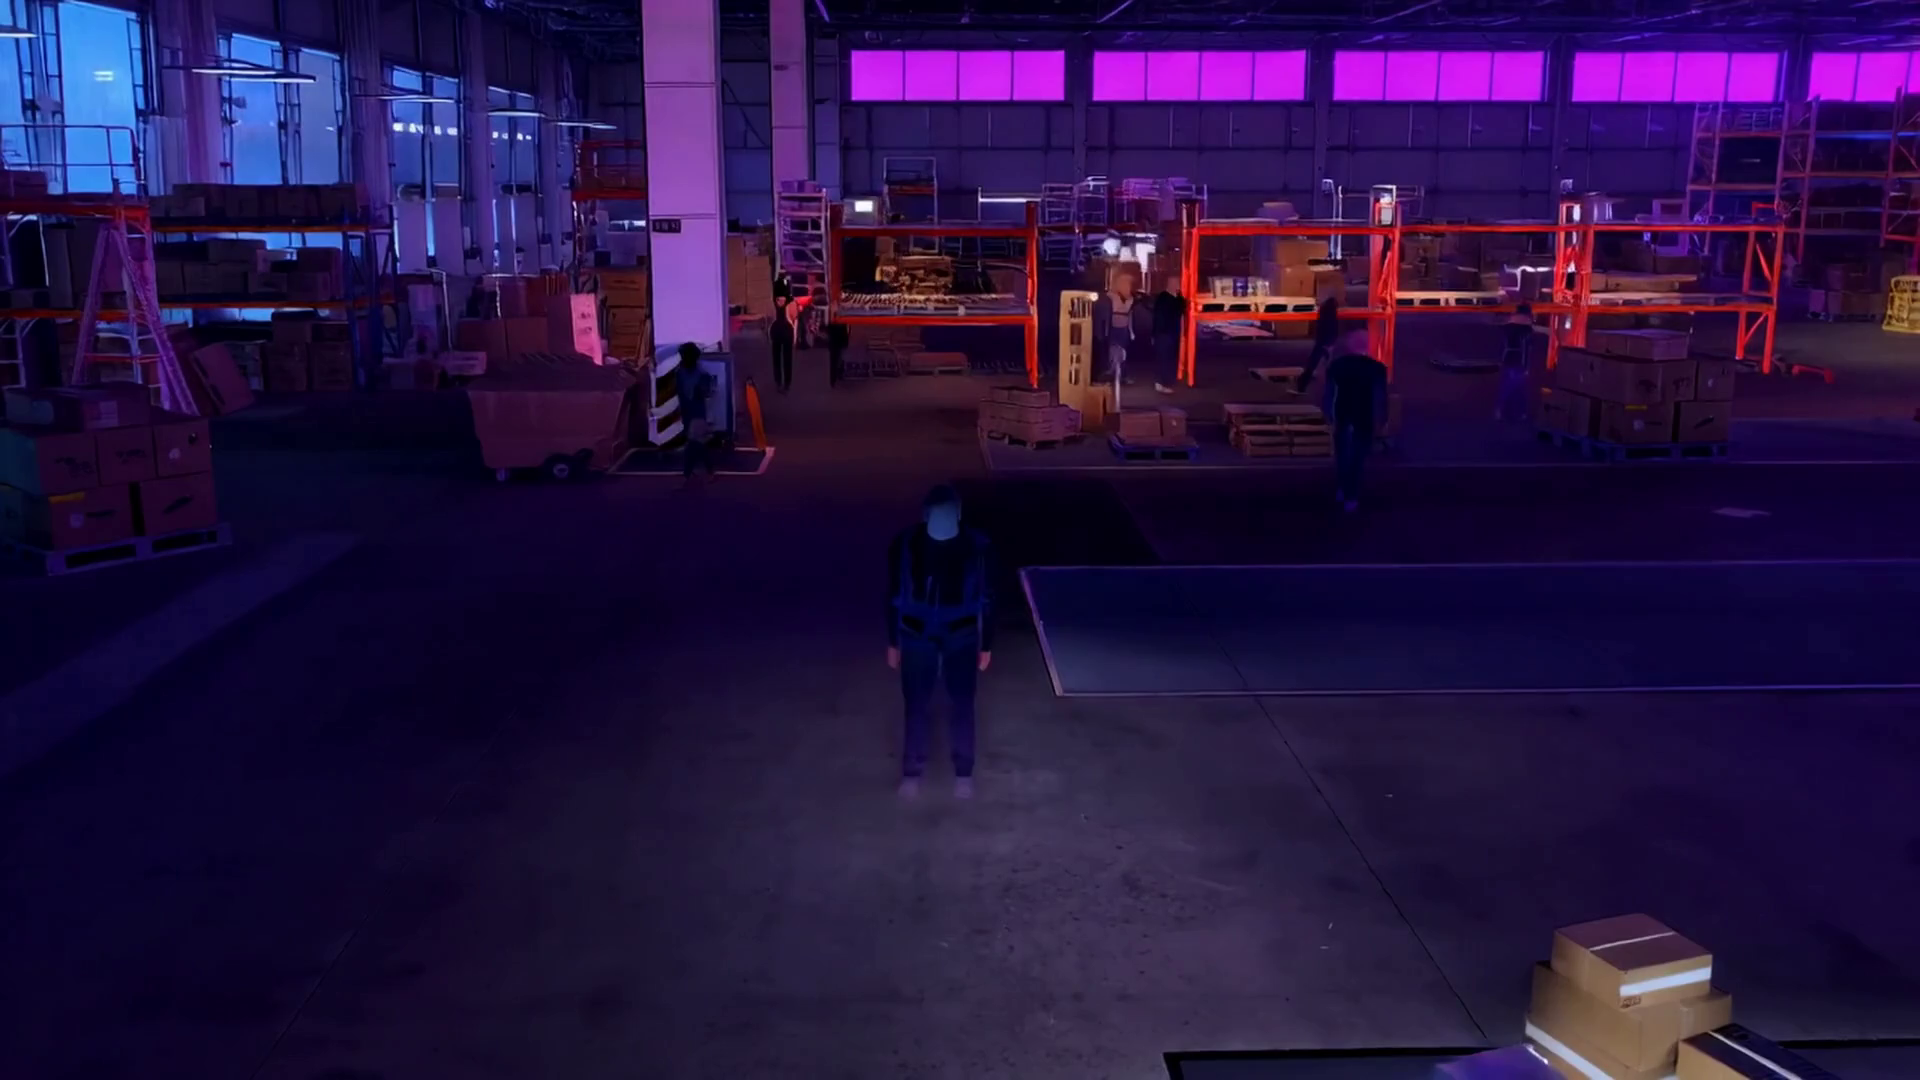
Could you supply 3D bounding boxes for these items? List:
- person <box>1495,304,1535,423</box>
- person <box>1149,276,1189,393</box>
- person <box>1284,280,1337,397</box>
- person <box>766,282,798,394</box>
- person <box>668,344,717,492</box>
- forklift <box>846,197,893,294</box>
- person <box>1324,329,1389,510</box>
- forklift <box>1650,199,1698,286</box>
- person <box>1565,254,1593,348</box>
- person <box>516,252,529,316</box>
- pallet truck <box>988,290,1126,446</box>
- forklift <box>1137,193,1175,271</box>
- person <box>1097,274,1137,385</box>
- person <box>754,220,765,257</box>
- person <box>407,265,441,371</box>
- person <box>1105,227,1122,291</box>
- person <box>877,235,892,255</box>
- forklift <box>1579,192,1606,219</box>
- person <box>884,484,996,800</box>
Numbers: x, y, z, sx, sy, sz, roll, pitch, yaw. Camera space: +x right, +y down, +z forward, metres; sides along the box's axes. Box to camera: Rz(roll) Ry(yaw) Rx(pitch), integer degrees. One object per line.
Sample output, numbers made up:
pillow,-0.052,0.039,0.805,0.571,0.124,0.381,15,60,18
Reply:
person,7.942,-2.524,23.807,0.484,1.700,0.885,9,15,34
person,3.405,-3.323,26.954,0.643,1.911,0.435,-9,15,-34
person,5.714,-3.174,26.346,1.000,1.873,0.598,5,14,22
person,-2.900,-3.294,27.072,0.524,1.799,0.951,-1,13,-3
person,-3.037,-1.395,18.814,0.549,1.642,0.887,9,16,36
forklift,-2.888,-8.773,49.330,1.129,2.768,1.873,7,14,28
person,4.231,-1.288,17.722,0.633,1.915,0.598,8,15,31
forklift,19.214,-7.847,45.152,1.129,2.768,1.873,0,12,-2
person,12.305,-4.729,33.153,0.612,1.965,0.362,-6,14,-27
person,-10.712,-6.241,40.752,0.312,1.633,0.521,-6,14,-27
pallet truck,1.257,-2.299,22.111,1.885,1.965,0.823,-9,15,-35
forklift,7.094,-10.497,57.113,1.873,2.768,1.129,-1,13,-5
person,2.691,-3.552,28.094,0.659,1.851,0.991,-10,16,-38
person,-7.081,-10.455,59.225,0.437,1.874,0.686,4,13,17
person,-9.408,-3.850,29.255,0.543,1.936,0.369,-1,13,-2
person,4.582,-8.429,50.001,0.548,1.907,0.755,-2,13,-8
person,-2.428,-8.711,51.301,0.627,1.908,0.982,0,12,2
forklift,23.318,-11.480,61.555,1.129,2.768,1.873,-4,13,-17
person,-0.114,0.582,9.485,0.638,1.840,0.429,1,13,4
